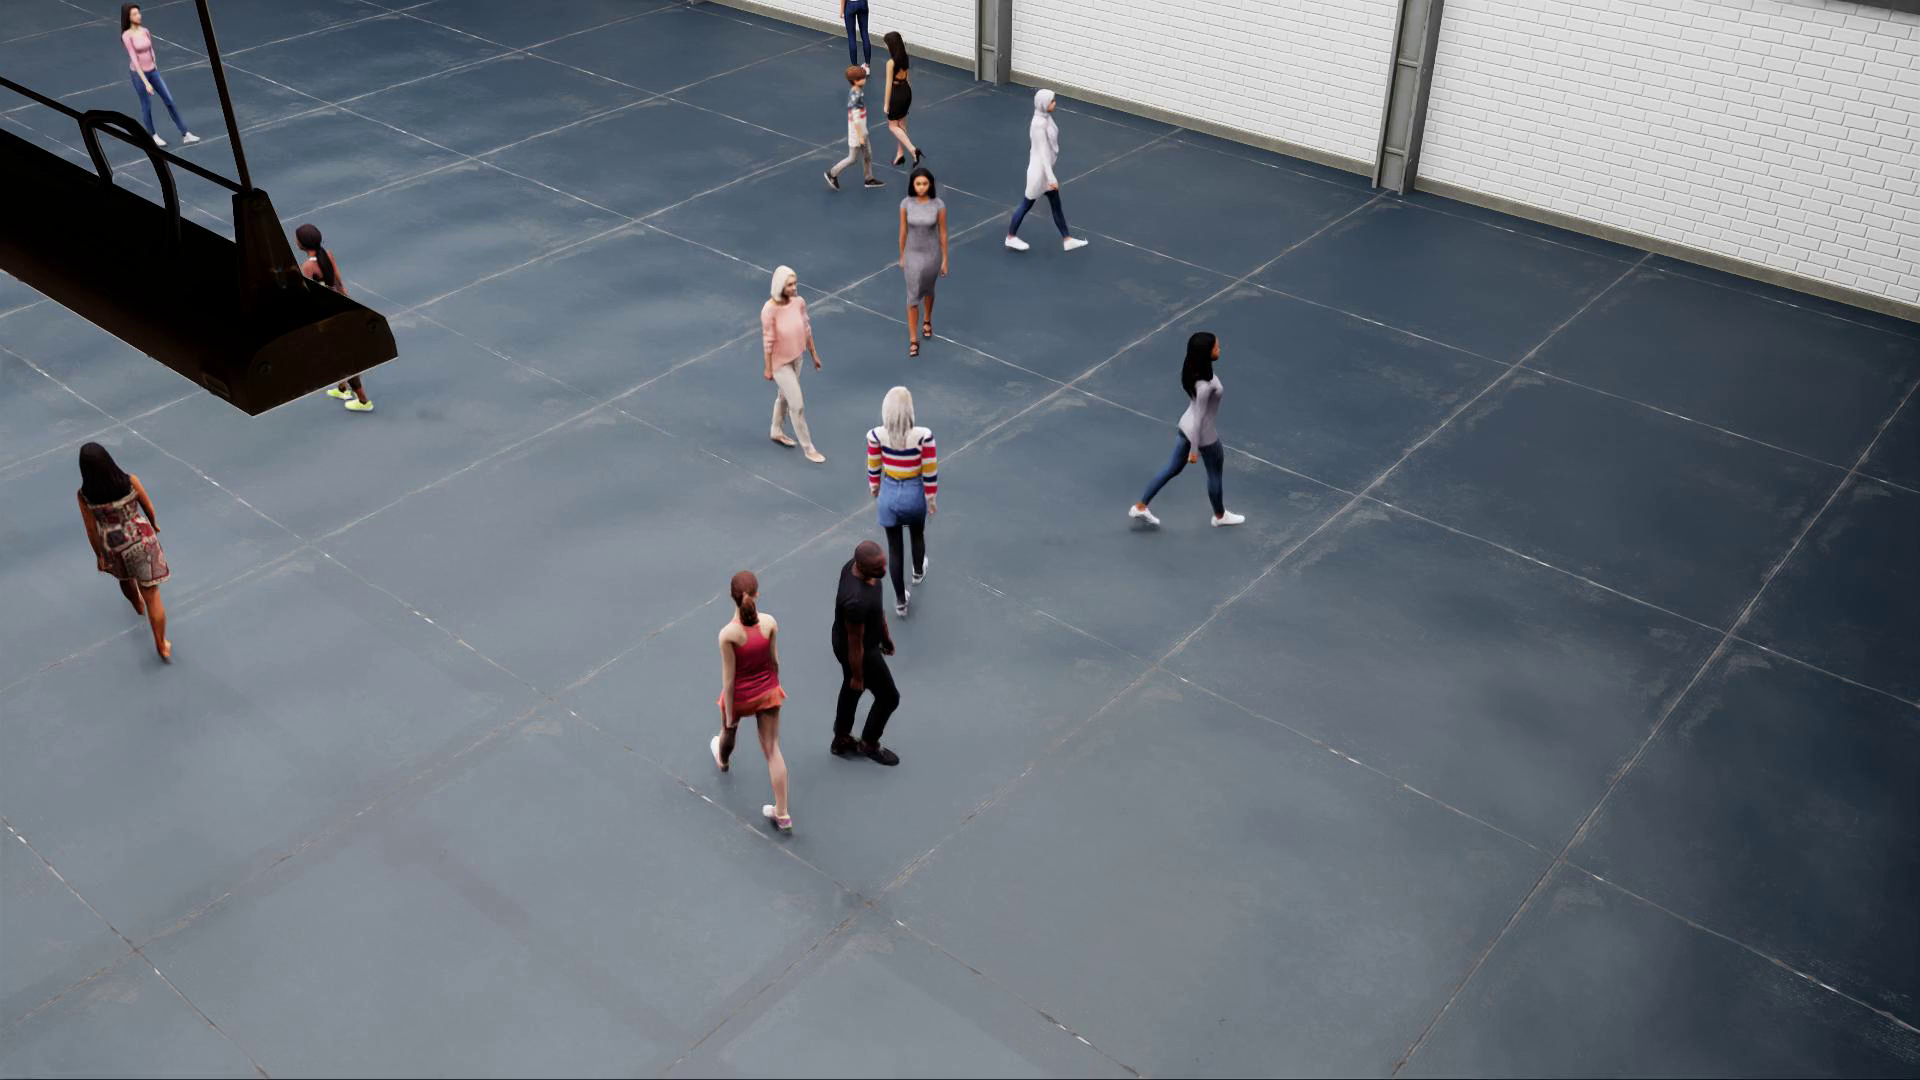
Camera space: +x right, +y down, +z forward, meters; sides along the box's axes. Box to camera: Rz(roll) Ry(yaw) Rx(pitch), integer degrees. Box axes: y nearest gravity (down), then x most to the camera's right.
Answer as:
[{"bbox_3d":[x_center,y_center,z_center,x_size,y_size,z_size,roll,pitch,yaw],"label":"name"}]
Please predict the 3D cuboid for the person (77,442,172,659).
[{"bbox_3d":[-5.771,0.096,11.584,0.924,1.597,1.190,-15,36,-21],"label":"person"}]

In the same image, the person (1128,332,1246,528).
[{"bbox_3d":[1.721,-0.798,12.840,1.179,1.696,1.141,-4,34,-5],"label":"person"}]

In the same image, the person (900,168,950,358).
[{"bbox_3d":[-0.346,-2.657,15.588,1.046,1.749,1.070,0,34,0],"label":"person"}]

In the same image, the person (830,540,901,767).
[{"bbox_3d":[-0.713,0.709,10.493,0.890,1.783,0.832,-5,34,-8],"label":"person"}]

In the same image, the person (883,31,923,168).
[{"bbox_3d":[-0.644,-5.073,19.330,0.785,1.631,0.590,24,41,32],"label":"person"}]

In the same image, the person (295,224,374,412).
[{"bbox_3d":[-5.391,-1.904,14.468,0.866,1.735,0.742,11,35,16],"label":"person"}]

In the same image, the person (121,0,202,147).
[{"bbox_3d":[-9.852,-5.575,20.003,1.010,1.722,0.734,14,36,20],"label":"person"}]

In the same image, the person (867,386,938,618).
[{"bbox_3d":[-0.427,-0.241,11.919,0.988,1.787,1.003,3,34,5],"label":"person"}]

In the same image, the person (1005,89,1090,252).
[{"bbox_3d":[0.751,-3.794,17.317,1.202,1.728,0.895,10,35,15],"label":"person"}]

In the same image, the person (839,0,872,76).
[{"bbox_3d":[-1.390,-7.113,22.269,0.655,1.775,0.619,-19,38,-26],"label":"person"}]

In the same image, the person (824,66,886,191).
[{"bbox_3d":[-1.232,-4.651,18.886,0.969,1.420,0.860,0,34,0],"label":"person"}]

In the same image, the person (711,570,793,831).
[{"bbox_3d":[-1.224,1.011,10.119,0.832,1.695,1.223,-19,38,-27],"label":"person"}]

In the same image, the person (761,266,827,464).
[{"bbox_3d":[-1.511,-1.520,13.924,0.934,1.698,0.623,22,40,30],"label":"person"}]
